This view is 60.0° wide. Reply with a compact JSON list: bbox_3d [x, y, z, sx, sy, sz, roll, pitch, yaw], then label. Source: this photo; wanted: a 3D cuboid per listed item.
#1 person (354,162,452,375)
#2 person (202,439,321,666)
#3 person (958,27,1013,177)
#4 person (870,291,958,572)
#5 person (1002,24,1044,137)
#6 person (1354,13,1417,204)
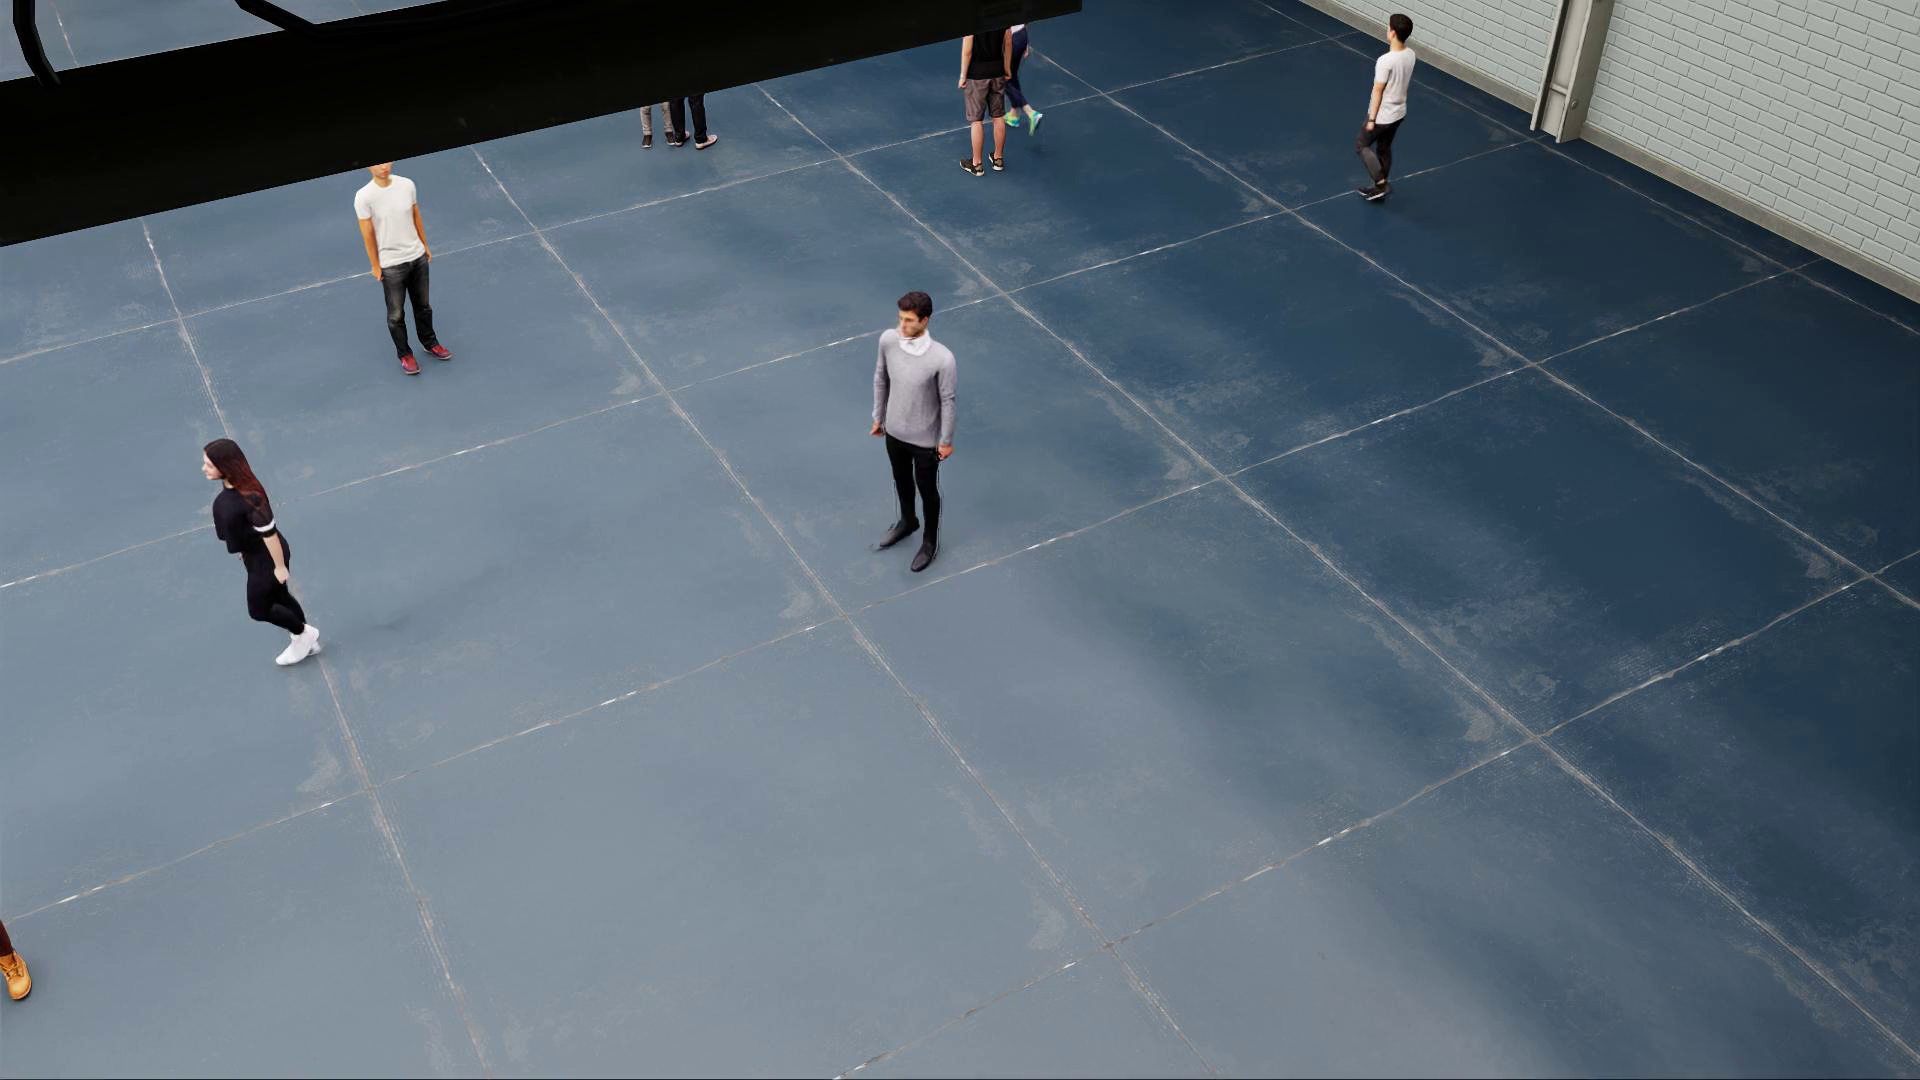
[{"bbox_3d":[-4.196,-2.127,12.438,0.638,1.804,0.692,30,47,32],"label":"person"},{"bbox_3d":[-4.027,0.061,9.785,0.716,1.627,0.580,-28,46,-31],"label":"person"},{"bbox_3d":[0.227,-4.232,15.082,0.696,1.861,0.576,-17,41,-20],"label":"person"},{"bbox_3d":[-0.279,-0.733,10.558,0.789,1.925,0.915,22,43,26],"label":"person"},{"bbox_3d":[0.516,-4.611,15.713,0.821,1.682,1.031,-31,48,-34],"label":"person"},{"bbox_3d":[3.782,-3.730,14.563,0.684,1.710,0.683,-26,45,-30],"label":"person"}]
